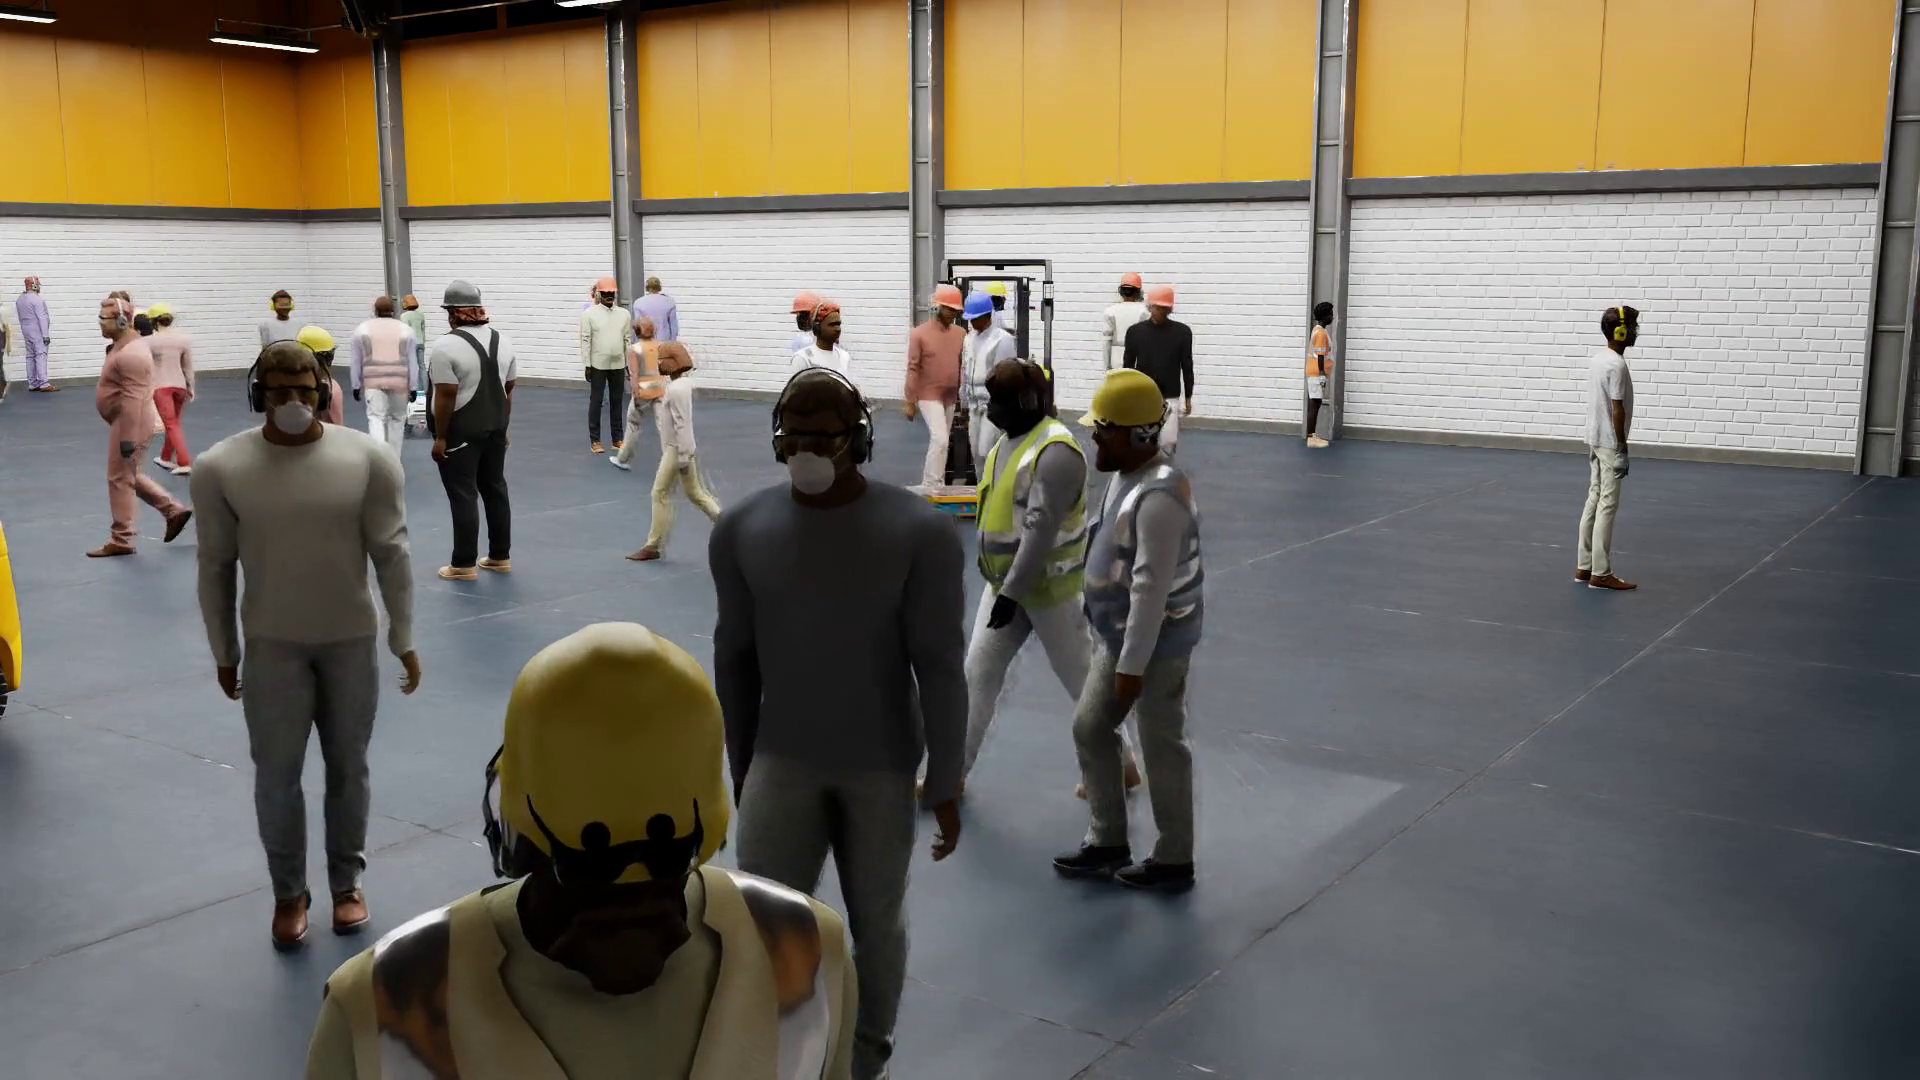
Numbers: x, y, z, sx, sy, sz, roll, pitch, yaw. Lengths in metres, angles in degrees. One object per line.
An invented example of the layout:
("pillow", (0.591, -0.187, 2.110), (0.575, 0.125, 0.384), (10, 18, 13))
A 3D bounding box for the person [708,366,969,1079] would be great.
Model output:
("person", (-0.301, 0.567, 3.864), (0.646, 1.912, 0.794), (1, 10, 7))

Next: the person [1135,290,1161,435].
("person", (2.143, -2.229, 20.807), (0.967, 1.827, 0.538), (5, 11, 29))

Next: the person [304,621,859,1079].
("person", (-0.349, 0.972, 1.725), (0.588, 1.823, 0.403), (-5, 11, -26))

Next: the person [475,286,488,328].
("person", (-4.973, -1.657, 17.090), (0.392, 1.921, 0.593), (-4, 10, -20))

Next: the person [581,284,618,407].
("person", (-5.269, -2.855, 24.508), (0.595, 1.821, 0.638), (-5, 11, -28))

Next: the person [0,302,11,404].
("person", (-14.572, -2.965, 25.124), (0.521, 1.832, 0.525), (1, 10, 5))

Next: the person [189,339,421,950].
("person", (-2.034, 0.338, 5.229), (0.640, 1.921, 0.542), (-4, 10, -25))

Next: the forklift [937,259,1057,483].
("forklift", (0.370, -1.738, 16.759), (1.214, 2.155, 2.313), (1, 10, 3))

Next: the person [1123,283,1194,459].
("person", (1.737, -1.283, 14.715), (0.651, 1.968, 0.475), (1, 10, 7))

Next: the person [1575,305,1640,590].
("person", (4.307, -0.608, 10.998), (0.326, 1.869, 0.520), (0, 10, 1))

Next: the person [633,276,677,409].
("person", (-4.458, -2.891, 24.384), (0.635, 1.937, 0.352), (-4, 10, -21))

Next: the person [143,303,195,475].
("person", (-8.110, -1.530, 16.891), (0.871, 1.724, 0.536), (6, 11, 31))

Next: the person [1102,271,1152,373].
("person", (1.879, -1.943, 18.429), (0.608, 2.044, 0.370), (2, 10, 14))

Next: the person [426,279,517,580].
("person", (-3.381, -0.756, 11.363), (0.538, 2.000, 0.689), (5, 11, 29))

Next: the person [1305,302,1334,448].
("person", (4.173, -1.914, 19.308), (0.320, 1.694, 0.531), (2, 10, 12))

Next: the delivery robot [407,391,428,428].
("delivery robot", (-6.612, -1.585, 20.441), (0.477, 0.478, 0.707), (-3, 10, -17))

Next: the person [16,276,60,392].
("person", (-15.271, -3.402, 27.524), (0.641, 1.909, 0.409), (5, 11, 29))

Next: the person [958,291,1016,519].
("person", (0.228, -1.103, 13.808), (0.512, 1.912, 0.697), (-7, 12, -37))

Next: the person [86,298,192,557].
("person", (-6.117, -0.831, 12.253), (0.673, 1.890, 0.689), (-5, 11, -26))

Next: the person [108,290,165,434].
("person", (-10.212, -2.186, 20.627), (0.653, 1.795, 0.623), (8, 13, 41))

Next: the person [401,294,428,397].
("person", (-8.679, -3.078, 26.406), (0.279, 1.631, 0.504), (4, 10, 24))

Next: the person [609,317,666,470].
("person", (-3.212, -1.464, 16.917), (0.862, 1.594, 0.519), (9, 13, 42))

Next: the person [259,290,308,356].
("person", (-7.284, -1.780, 18.083), (0.517, 1.839, 0.802), (-7, 12, -34))

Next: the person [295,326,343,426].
("person", (-3.887, -0.416, 10.158), (0.310, 1.769, 0.522), (-6, 11, -30))

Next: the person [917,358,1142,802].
("person", (0.288, 0.178, 6.582), (0.991, 1.793, 0.620), (-5, 11, -26))

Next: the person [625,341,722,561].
("person", (-1.986, -0.642, 12.001), (0.823, 1.598, 0.512), (-1, 10, -5))

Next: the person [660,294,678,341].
("person", (-4.547, -2.928, 25.416), (0.534, 1.664, 0.750), (-7, 12, -36))

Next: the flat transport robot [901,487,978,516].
("flat transport robot", (-0.012, -0.321, 14.035), (1.431, 0.197, 0.652), (0, 10, -2))

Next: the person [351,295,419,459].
("person", (-5.822, -1.567, 16.875), (0.663, 1.815, 0.793), (-3, 10, -18))

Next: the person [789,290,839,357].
("person", (-1.211, -1.074, 13.635), (0.417, 1.921, 0.558), (7, 12, 37))

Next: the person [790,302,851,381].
("person", (-0.907, -0.666, 11.302), (0.355, 1.883, 0.575), (6, 11, 30))

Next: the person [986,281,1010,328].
("person", (0.403, -2.075, 19.560), (0.367, 1.927, 0.587), (-3, 10, -15))

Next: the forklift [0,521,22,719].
("forklift", (-5.296, -0.090, 6.943), (1.214, 2.155, 2.313), (7, 12, 35))

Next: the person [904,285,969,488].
("person", (-0.117, -1.202, 14.292), (0.626, 1.946, 0.784), (-9, 13, -43))

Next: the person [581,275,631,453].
("person", (-3.983, -1.990, 18.847), (0.613, 1.995, 0.391), (-7, 12, -35))

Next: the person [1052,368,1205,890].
("person", (0.551, 0.325, 5.627), (0.615, 1.805, 0.614), (-1, 10, -8))
